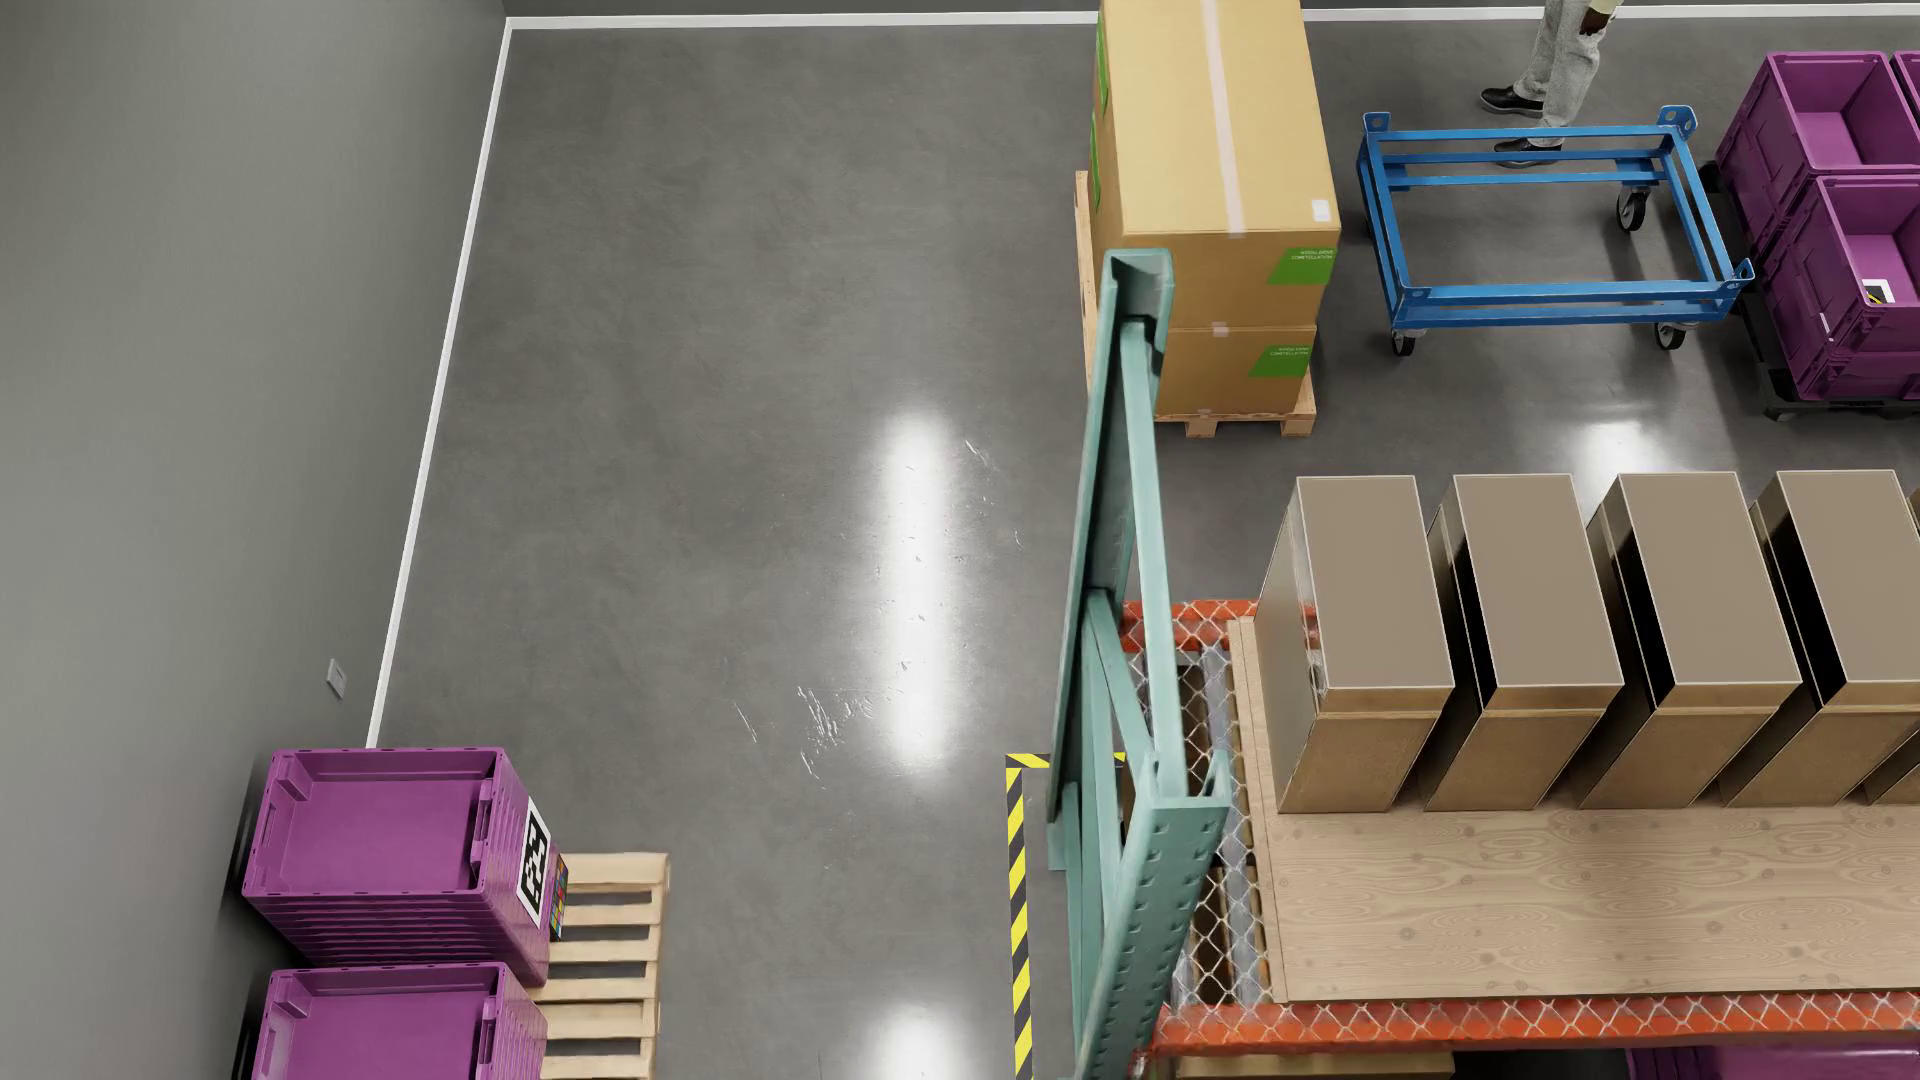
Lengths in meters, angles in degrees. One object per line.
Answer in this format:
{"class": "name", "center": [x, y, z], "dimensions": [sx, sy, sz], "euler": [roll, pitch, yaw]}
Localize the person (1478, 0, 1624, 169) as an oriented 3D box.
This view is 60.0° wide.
{"class": "person", "center": [2.314, -2.158, 6.085], "dimensions": [0.404, 1.831, 0.600], "euler": [1, 58, 1]}
